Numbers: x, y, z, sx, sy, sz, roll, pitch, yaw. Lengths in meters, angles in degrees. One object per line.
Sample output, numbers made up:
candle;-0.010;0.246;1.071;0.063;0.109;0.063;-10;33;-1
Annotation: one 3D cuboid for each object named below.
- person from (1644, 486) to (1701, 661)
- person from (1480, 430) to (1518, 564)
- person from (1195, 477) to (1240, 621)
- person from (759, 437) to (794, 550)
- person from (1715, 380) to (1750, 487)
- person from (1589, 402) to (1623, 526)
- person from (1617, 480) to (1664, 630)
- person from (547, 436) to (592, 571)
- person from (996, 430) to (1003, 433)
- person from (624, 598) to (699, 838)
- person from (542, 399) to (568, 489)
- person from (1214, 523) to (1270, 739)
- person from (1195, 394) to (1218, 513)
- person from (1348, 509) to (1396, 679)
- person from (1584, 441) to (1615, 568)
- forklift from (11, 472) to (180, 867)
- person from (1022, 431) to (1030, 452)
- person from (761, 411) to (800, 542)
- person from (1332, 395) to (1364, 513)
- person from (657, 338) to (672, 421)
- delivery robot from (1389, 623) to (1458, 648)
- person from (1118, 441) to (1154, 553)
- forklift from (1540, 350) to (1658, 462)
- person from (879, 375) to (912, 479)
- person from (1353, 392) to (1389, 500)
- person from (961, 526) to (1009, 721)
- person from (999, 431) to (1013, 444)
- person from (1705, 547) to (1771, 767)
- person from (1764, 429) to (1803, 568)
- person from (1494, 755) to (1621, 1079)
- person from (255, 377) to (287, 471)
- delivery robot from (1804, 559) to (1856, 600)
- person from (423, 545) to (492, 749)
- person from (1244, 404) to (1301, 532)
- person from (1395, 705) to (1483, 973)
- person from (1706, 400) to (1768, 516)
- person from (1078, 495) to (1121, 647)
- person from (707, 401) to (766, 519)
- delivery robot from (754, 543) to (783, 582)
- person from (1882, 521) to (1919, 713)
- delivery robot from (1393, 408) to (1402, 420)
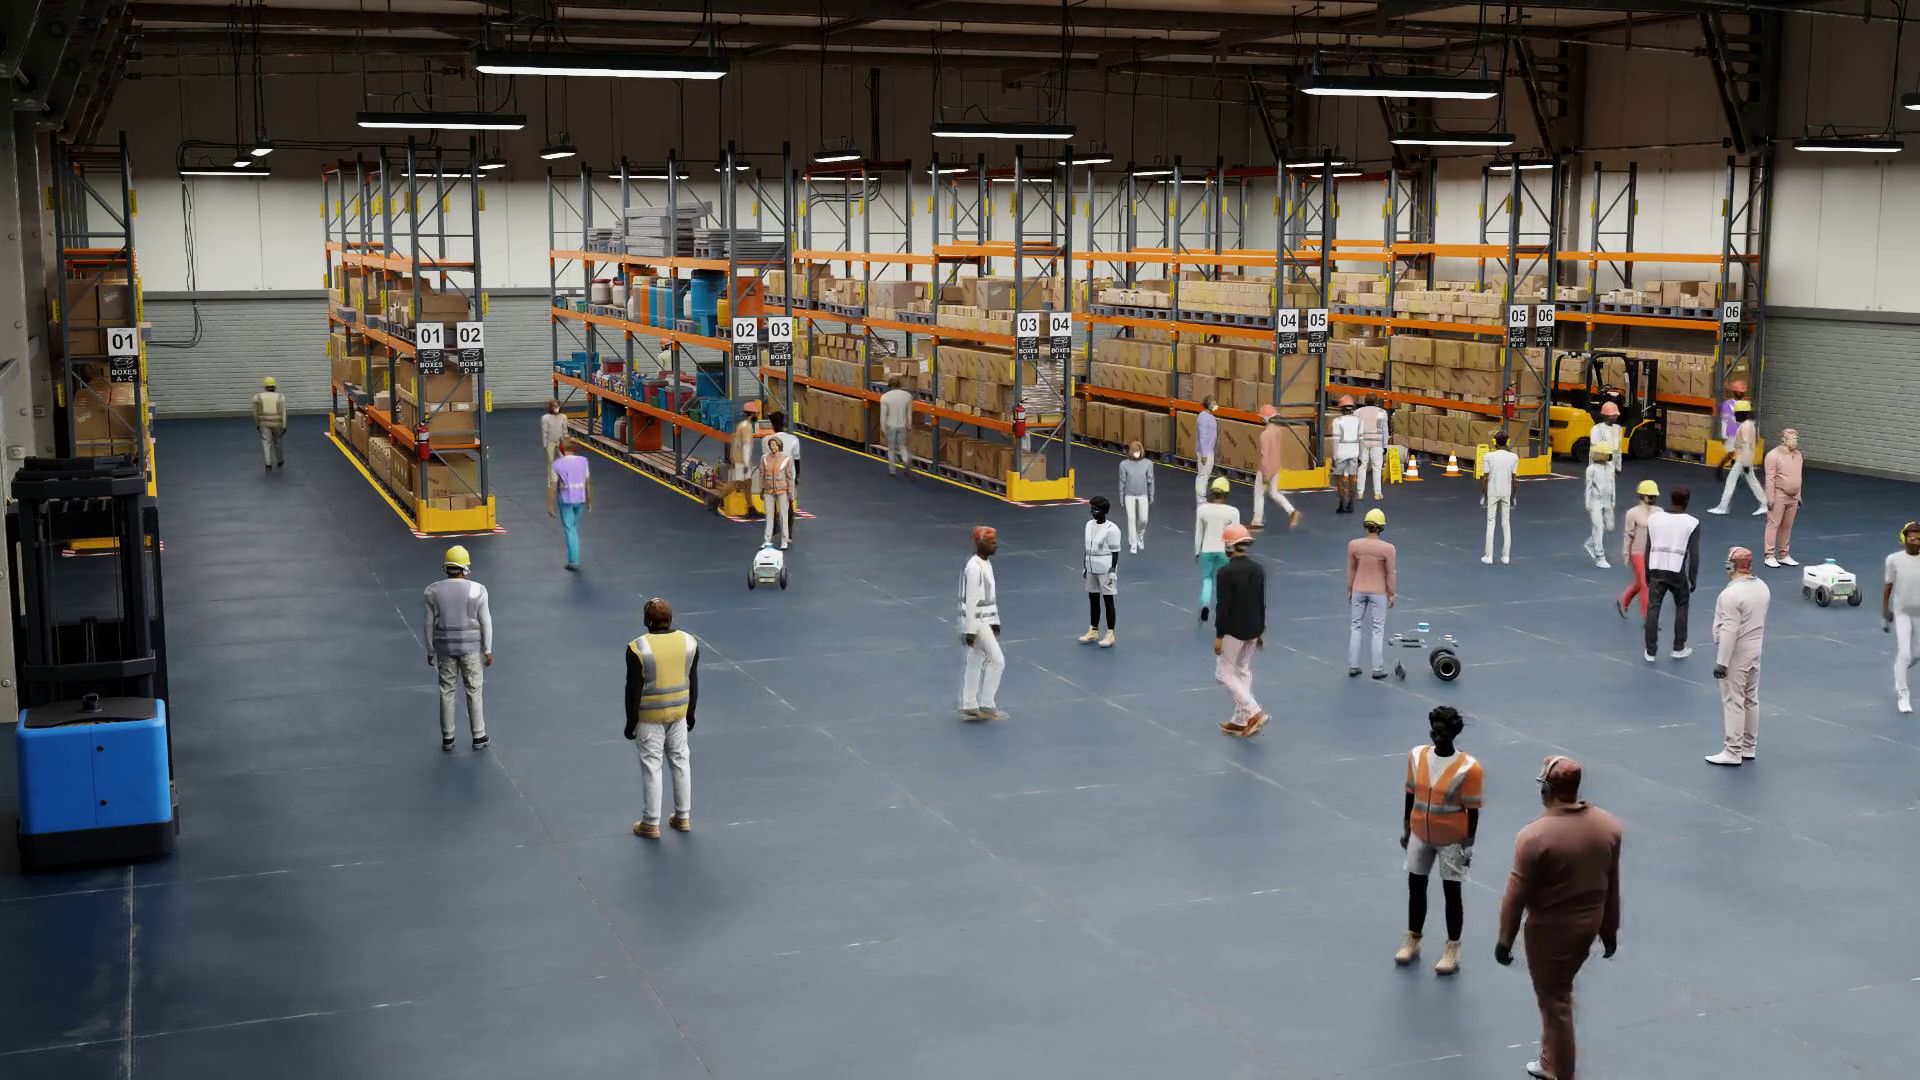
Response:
person;7.704;0.357;22.682;0.590;1.879;0.629;6;11;37
person;7.494;-0.604;29.146;0.509;1.861;0.318;0;9;1
person;3.022;0.134;24.563;0.540;1.749;0.415;3;9;21
person;-2.666;-0.687;30.411;0.514;1.642;0.314;2;9;14
person;13.982;-1.932;37.816;0.545;1.921;0.585;-2;9;-16
person;9.983;-1.139;32.304;0.763;2.009;0.578;-6;10;-33
person;7.999;0.137;24.590;0.527;1.738;0.804;-3;9;-21
person;-5.369;-0.510;28.598;0.603;1.824;0.606;-8;12;-43
person;0.864;-3.367;47.704;0.621;1.809;0.732;-3;9;-21
person;-2.315;1.355;16.135;0.636;1.842;0.429;-7;11;-38
person;-7.185;-1.694;37.228;0.511;1.618;0.521;-5;10;-29
person;2.604;0.845;19.135;0.639;1.966;0.695;-8;12;-43
person;4.042;-1.422;34.331;0.372;1.939;0.629;3;9;17
person;4.280;0.550;21.788;0.518;1.757;0.335;5;10;29
person;8.845;-0.510;28.945;0.500;1.730;0.621;-4;9;-25
forklift;-6.630;0.886;15.957;1.129;2.768;1.873;-3;9;-21
person;1.268;-2.370;40.973;0.384;1.853;0.631;3;9;19
person;-2.701;-0.954;31.217;0.651;1.928;0.814;-4;9;-24
person;6.325;-1.403;34.247;0.551;1.941;0.387;-2;9;-12
person;-7.102;-3.901;50.704;0.407;1.987;0.614;6;11;36
delivery robot;4.835;0.984;21.846;0.698;0.223;0.335;1;9;8
person;2.523;-0.615;29.999;0.519;1.617;0.348;0;9;1
forklift;12.897;-2.725;42.309;2.313;2.155;1.214;-3;9;-21
person;-1.181;-2.090;38.823;0.647;1.926;0.506;-3;9;-22
person;7.050;-1.622;35.976;0.627;1.846;0.429;3;9;19
person;0.287;0.796;19.768;0.613;1.864;0.610;1;9;8
person;1.049;-3.081;45.273;0.683;1.969;1.026;-4;10;-26
person;6.759;1.007;18.254;0.642;1.905;0.399;-7;11;-41
person;11.369;-0.580;28.843;0.639;1.903;0.406;-4;10;-27
person;3.135;2.067;11.218;0.680;1.883;0.688;-4;10;-27
person;-13.270;-2.242;40.339;0.595;1.784;0.972;-2;9;-12
delivery robot;10.829;0.479;26.078;0.477;0.478;0.707;-1;9;-8
person;-4.494;0.960;18.796;0.600;1.829;0.404;0;9;-3
person;4.778;-1.090;32.006;0.825;1.975;0.624;7;11;38
person;3.026;1.868;13.215;0.545;1.694;0.339;8;11;42
person;12.700;-1.323;33.899;0.990;1.882;0.593;5;10;28
person;1.567;0.339;23.403;0.319;1.693;0.533;-7;11;-40
person;-3.591;-1.275;33.518;0.883;1.895;0.572;-2;9;-13
delivery robot;-2.504;0.288;27.348;0.477;0.478;0.707;0;8;-2
person;9.268;0.711;20.450;0.538;1.841;0.741;1;9;6
delivery robot;10.103;-2.777;47.783;0.477;0.478;0.707;0;8;0
